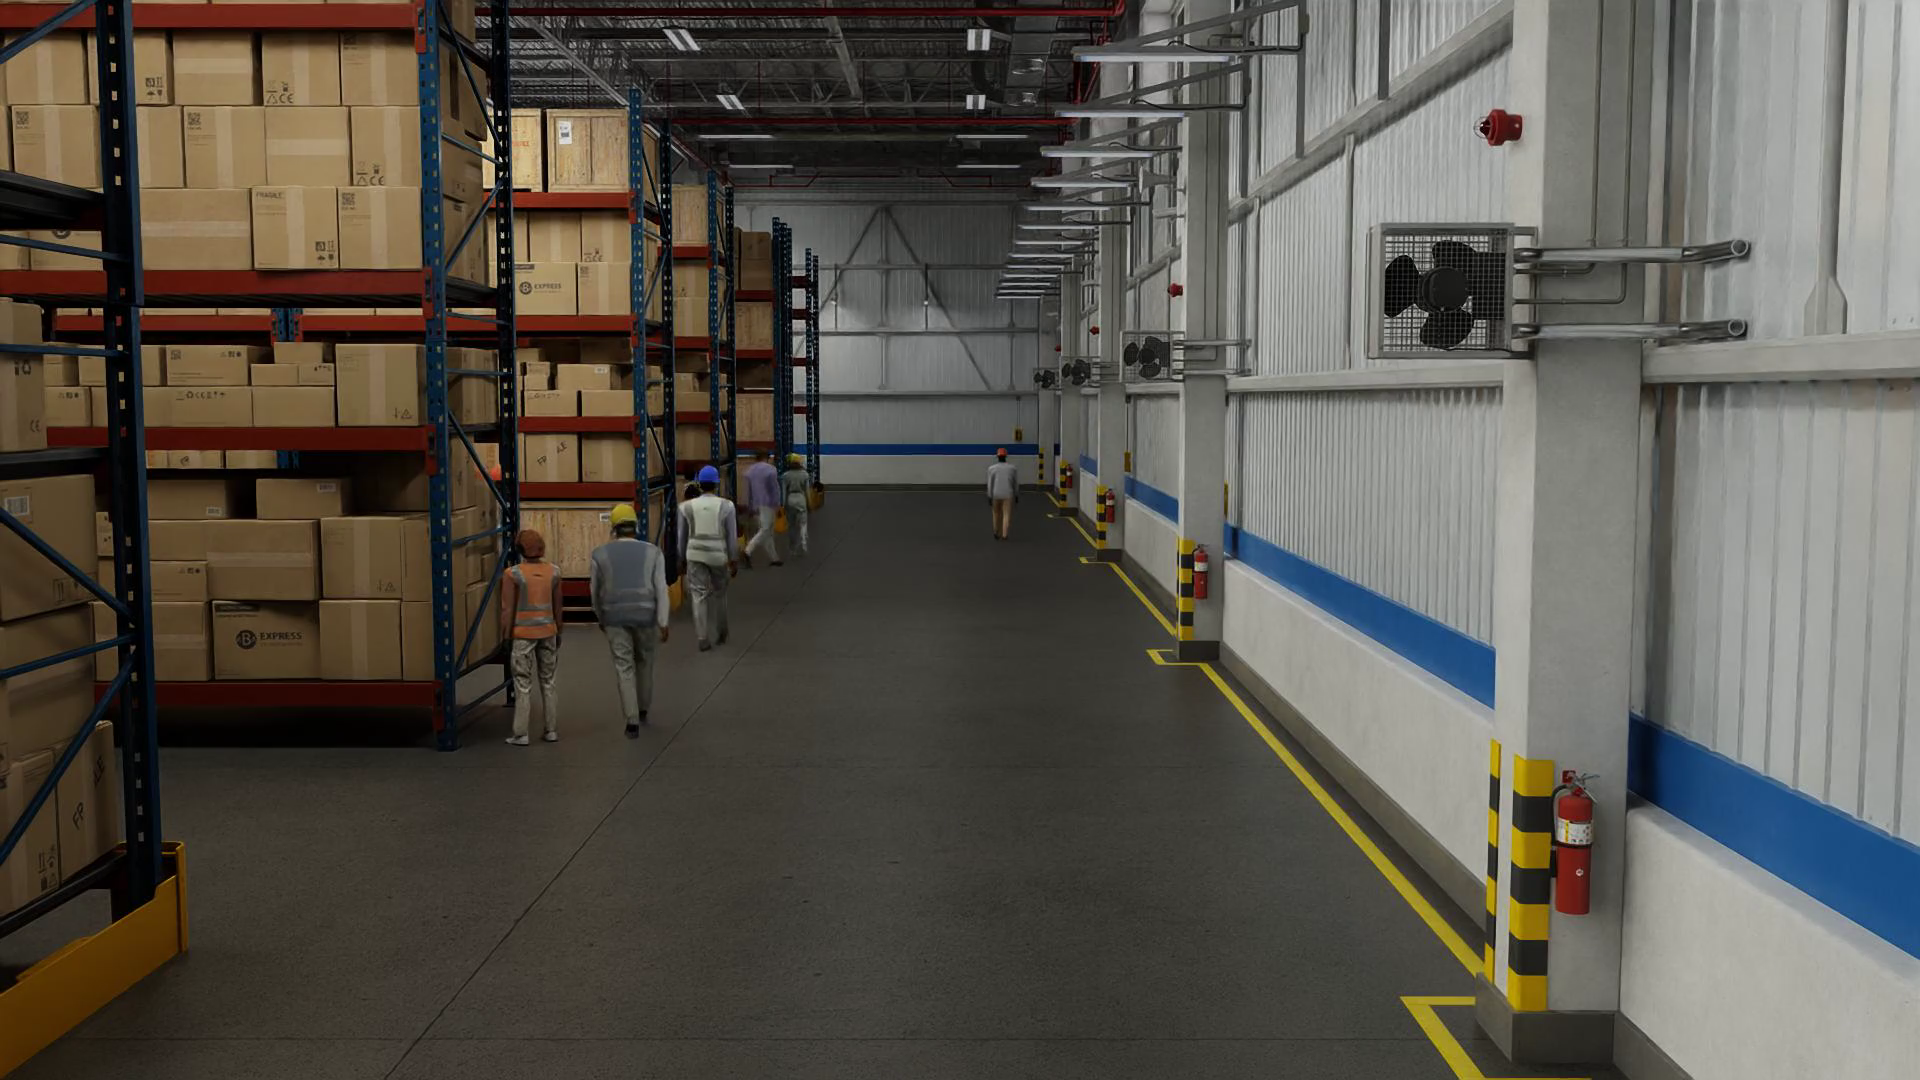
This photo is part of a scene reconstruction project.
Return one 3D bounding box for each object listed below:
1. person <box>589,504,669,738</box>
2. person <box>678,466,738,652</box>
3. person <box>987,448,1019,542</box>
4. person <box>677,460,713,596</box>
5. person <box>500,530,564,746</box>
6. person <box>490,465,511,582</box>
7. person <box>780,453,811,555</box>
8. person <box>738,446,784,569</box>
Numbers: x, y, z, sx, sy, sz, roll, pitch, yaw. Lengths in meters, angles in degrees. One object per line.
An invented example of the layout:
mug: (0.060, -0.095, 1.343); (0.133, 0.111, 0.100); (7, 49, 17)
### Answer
person: (-2.607, 0.612, 13.076); (0.593, 1.776, 0.940); (-2, 5, -17)
person: (-2.628, 0.181, 17.427); (0.639, 1.896, 0.965); (0, 5, -2)
person: (0.785, -0.822, 30.281); (0.586, 1.705, 0.911); (0, 5, 0)
person: (-3.514, -0.148, 21.805); (0.812, 1.802, 0.656); (2, 5, 18)
person: (-3.218, 0.735, 12.551); (0.312, 1.631, 0.525); (5, 7, 44)
person: (-5.106, 0.123, 18.151); (0.879, 1.912, 0.552); (0, 5, 1)
person: (-2.708, -0.585, 27.445); (0.524, 1.704, 0.710); (-1, 5, -12)
person: (-3.078, -0.492, 25.457); (0.662, 1.895, 0.895); (5, 7, 43)
